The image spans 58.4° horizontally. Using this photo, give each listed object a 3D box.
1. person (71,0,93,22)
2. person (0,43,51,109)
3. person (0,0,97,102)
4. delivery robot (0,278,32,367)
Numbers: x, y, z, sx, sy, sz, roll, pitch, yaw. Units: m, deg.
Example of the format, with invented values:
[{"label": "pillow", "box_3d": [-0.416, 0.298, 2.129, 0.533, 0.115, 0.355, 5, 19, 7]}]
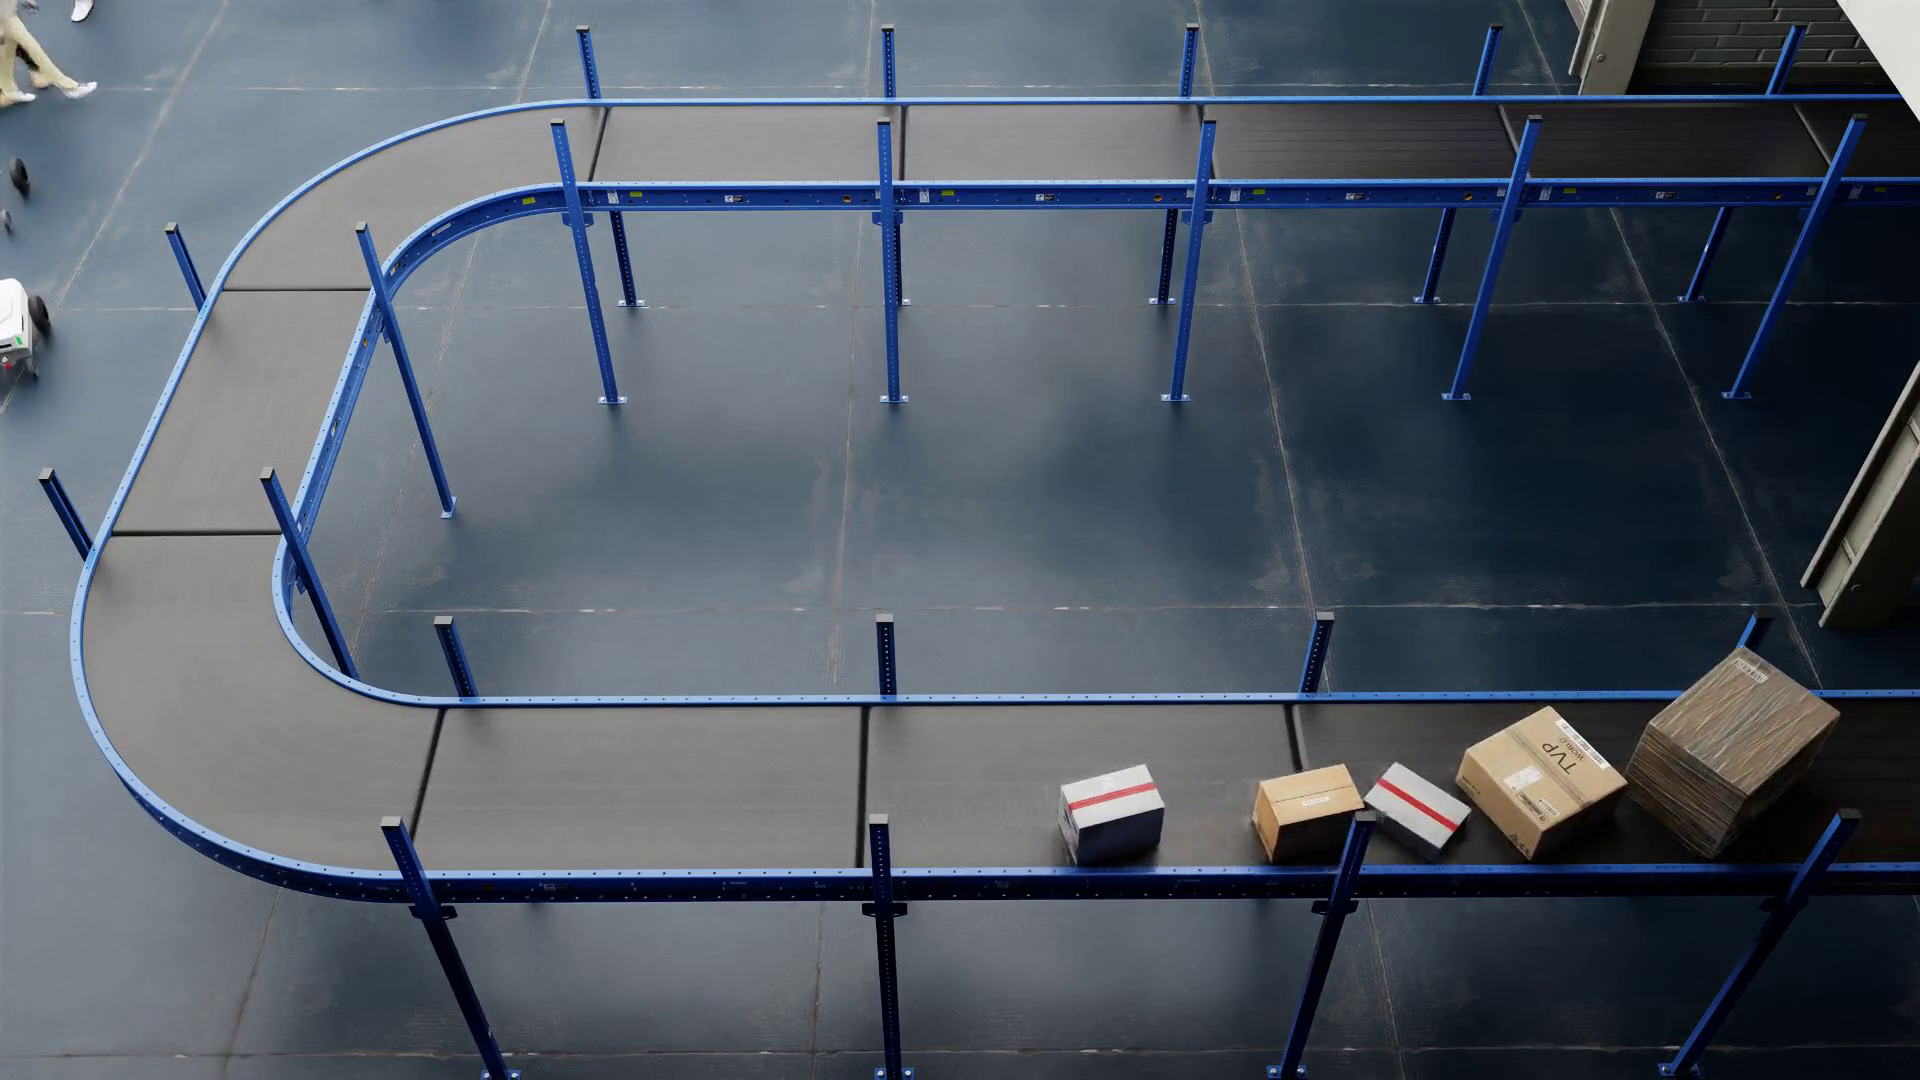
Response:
[{"label": "person", "box_3d": [-8.092, -5.610, 15.247, 0.678, 1.862, 0.679, 16, 49, 14]}, {"label": "person", "box_3d": [-8.213, -4.532, 14.143, 0.550, 2.000, 0.741, 33, 55, 27]}, {"label": "person", "box_3d": [-7.831, -4.353, 14.239, 0.833, 1.590, 0.524, -10, 48, -9]}, {"label": "delivery robot", "box_3d": [-6.883, -1.567, 12.313, 0.477, 0.478, 0.707, -15, 49, -14]}]
